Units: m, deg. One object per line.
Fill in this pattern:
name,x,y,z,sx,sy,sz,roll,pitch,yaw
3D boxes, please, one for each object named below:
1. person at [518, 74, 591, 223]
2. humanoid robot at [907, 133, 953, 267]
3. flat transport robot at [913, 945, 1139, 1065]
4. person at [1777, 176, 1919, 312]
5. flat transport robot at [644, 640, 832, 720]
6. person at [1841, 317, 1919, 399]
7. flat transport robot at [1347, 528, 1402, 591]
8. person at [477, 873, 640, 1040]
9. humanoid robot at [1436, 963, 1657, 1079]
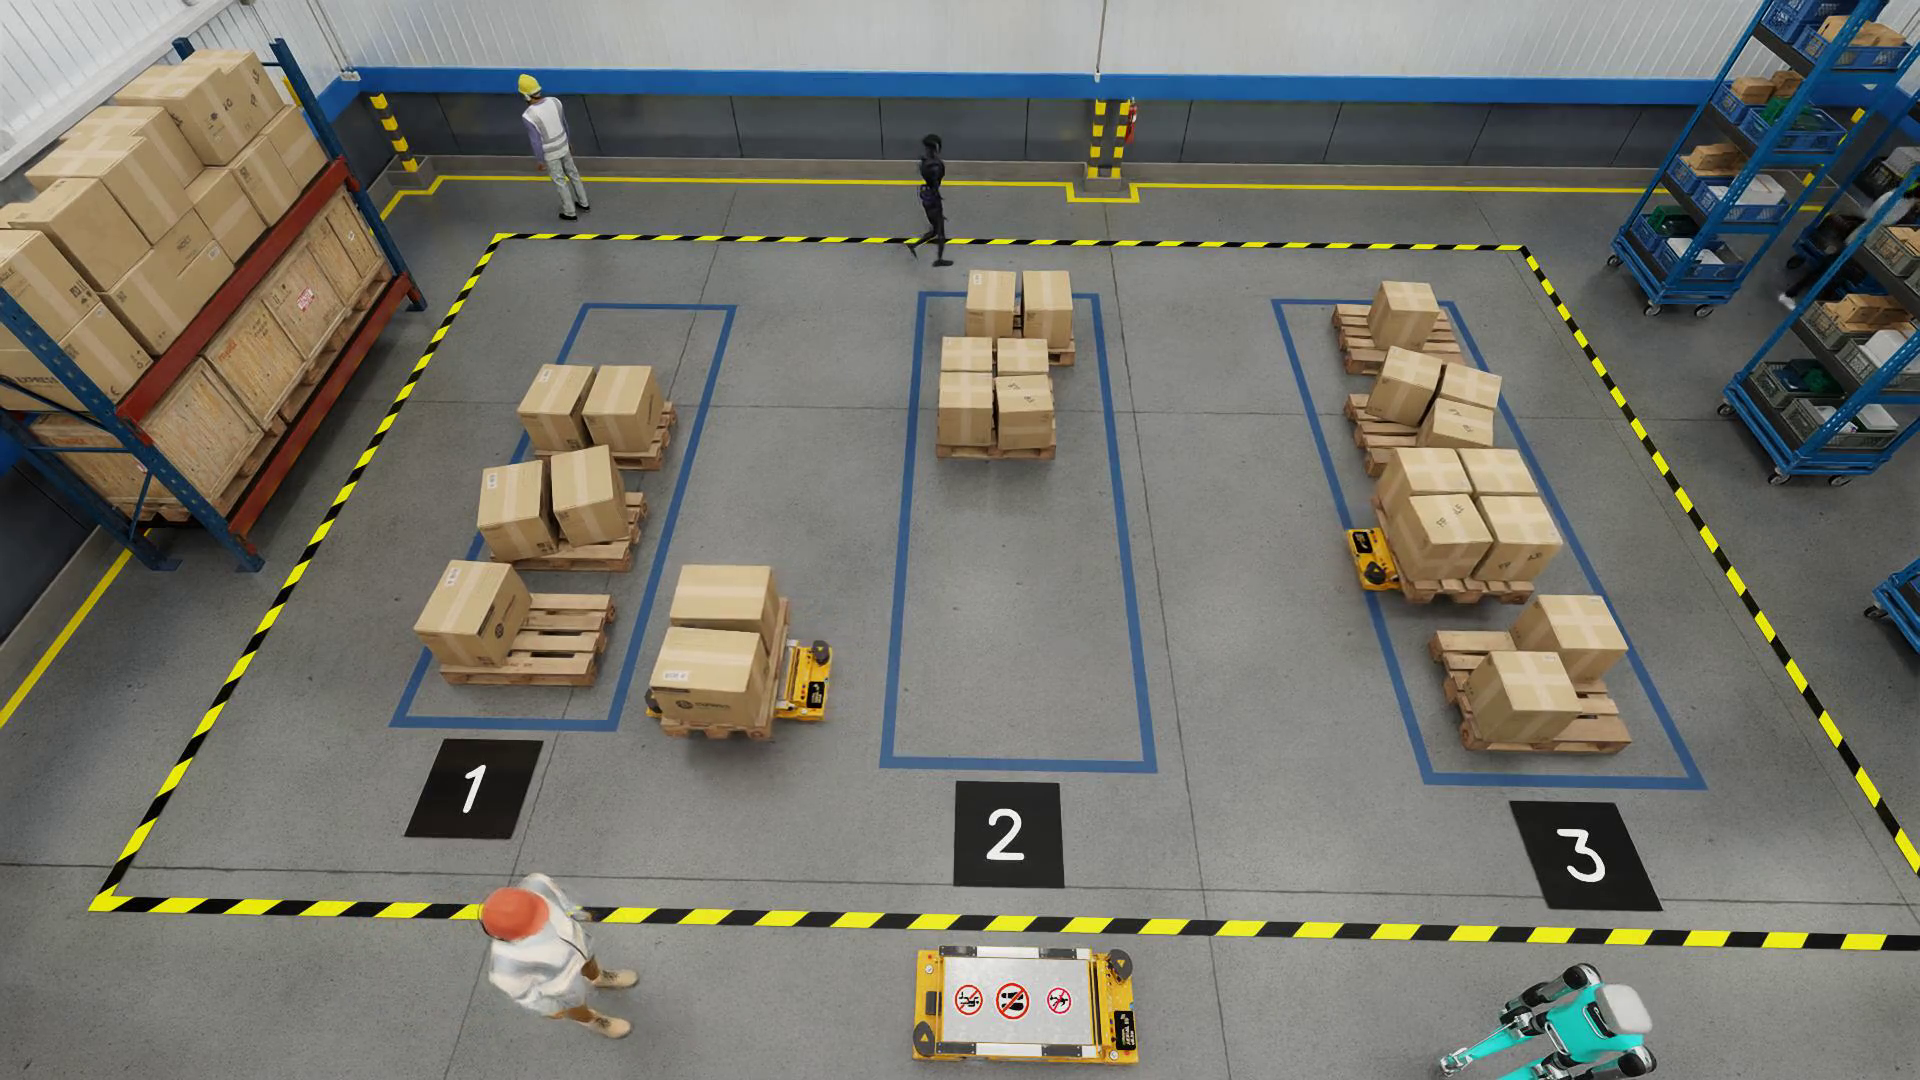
person,-5.089,-4.881,11.454,0.404,1.834,0.585,22,54,17
humanoid robot,-0.367,-3.978,10.824,0.549,1.636,0.596,-7,51,-6
flat transport robot,0.422,3.041,6.007,1.431,0.231,0.659,1,51,1
person,9.949,-3.173,10.064,0.531,1.828,0.894,-13,52,-11
flat transport robot,-1.808,1.135,7.542,1.431,0.197,0.652,1,51,1
person,9.652,-2.147,9.203,0.527,1.870,0.317,3,51,3
flat transport robot,4.343,0.149,8.346,1.431,0.197,0.652,1,51,1
person,-2.305,2.442,5.352,0.388,2.040,0.613,0,51,0
humanoid robot,3.093,2.874,5.112,0.735,1.672,0.533,-11,52,-9
